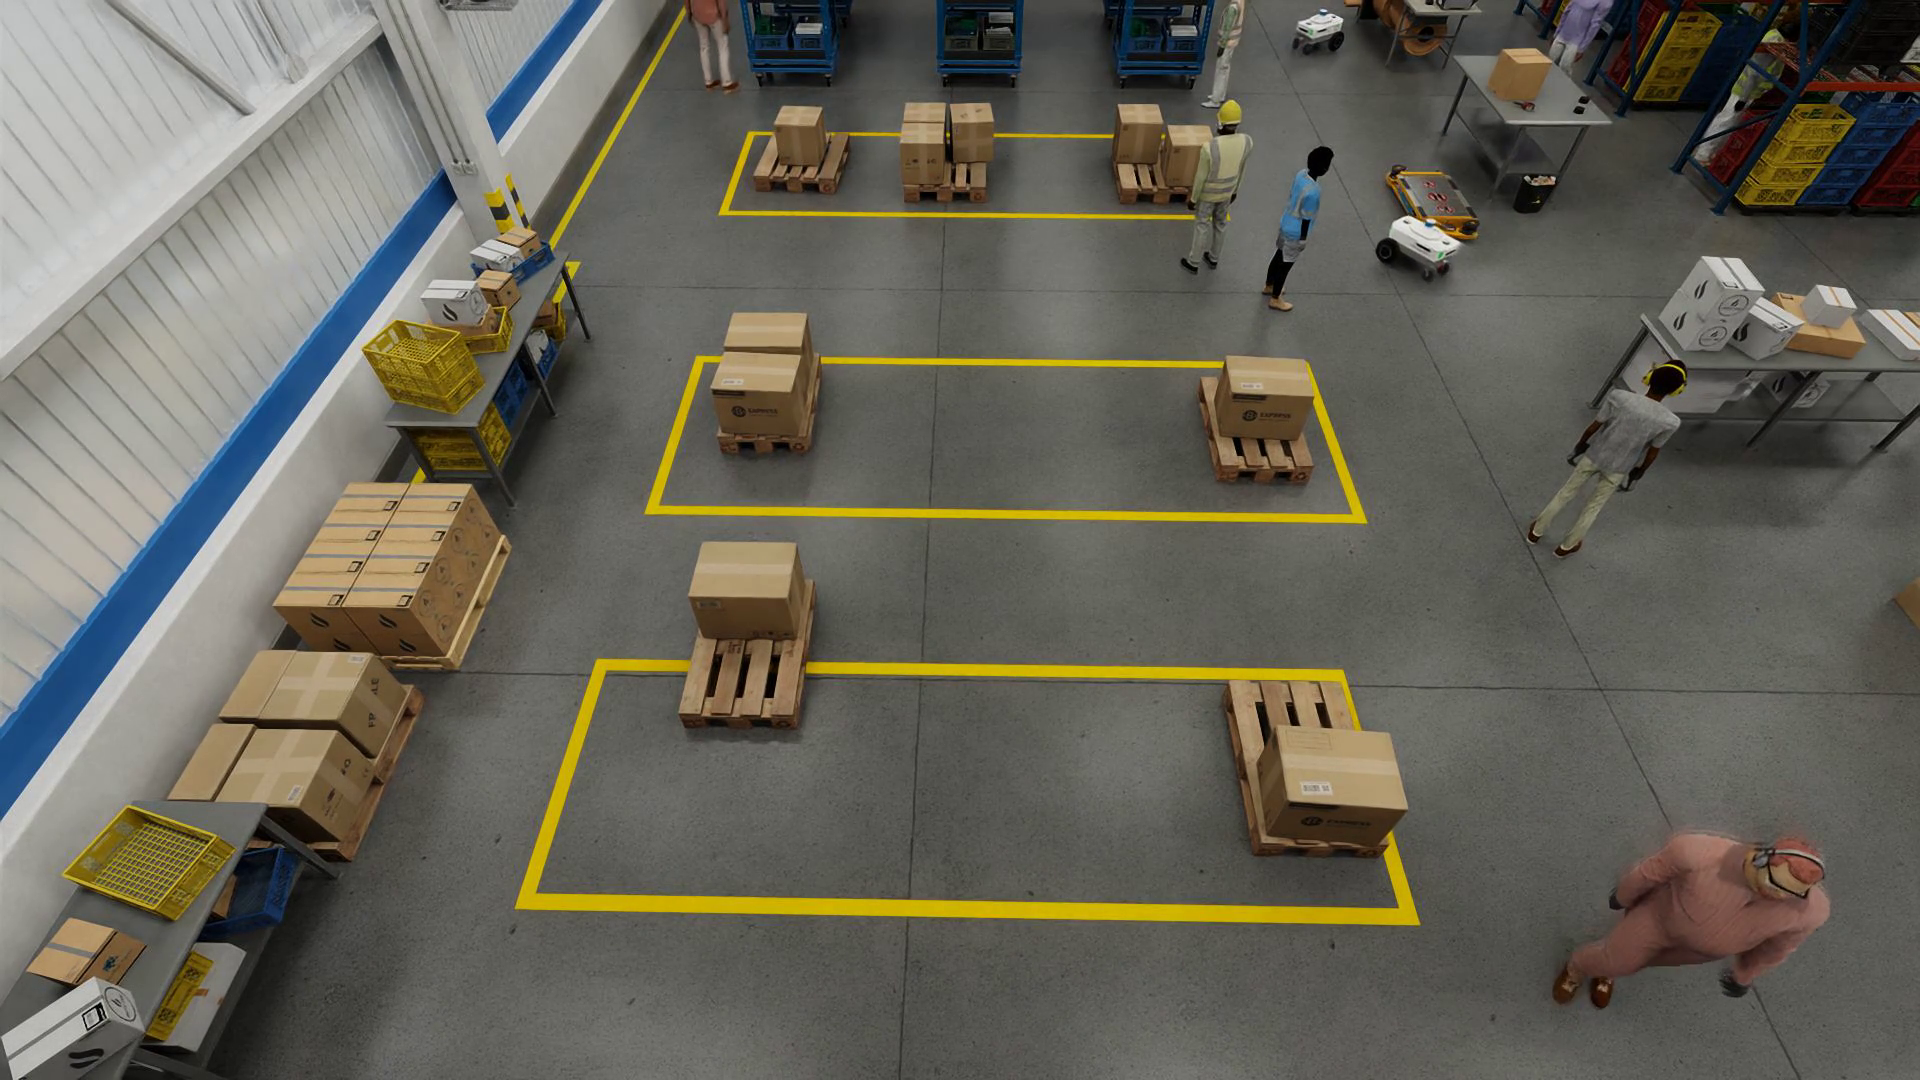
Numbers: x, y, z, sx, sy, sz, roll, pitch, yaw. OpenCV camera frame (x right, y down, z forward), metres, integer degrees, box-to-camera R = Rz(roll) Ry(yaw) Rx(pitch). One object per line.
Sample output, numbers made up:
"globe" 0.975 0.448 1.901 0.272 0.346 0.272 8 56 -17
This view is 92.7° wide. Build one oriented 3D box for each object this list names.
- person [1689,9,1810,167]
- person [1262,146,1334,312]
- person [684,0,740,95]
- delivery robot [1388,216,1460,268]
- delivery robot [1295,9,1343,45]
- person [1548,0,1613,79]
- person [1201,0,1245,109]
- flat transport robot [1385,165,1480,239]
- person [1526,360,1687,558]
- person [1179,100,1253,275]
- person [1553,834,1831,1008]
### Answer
"person" 9.682 -5.513 11.256 0.429 1.839 0.633 30 55 23
"person" 3.416 -3.157 9.311 0.321 1.695 0.530 1 49 1
"person" -3.494 -7.268 12.683 0.738 1.980 0.425 17 51 15
"delivery robot" 5.120 -3.311 10.135 0.477 0.478 0.707 -27 55 -22
"delivery robot" 5.518 -7.877 14.087 0.707 0.478 0.477 -25 54 -20
"person" 8.107 -6.628 12.164 0.363 1.932 0.630 -10 50 -9
"person" 3.636 -6.772 12.482 0.323 1.630 0.524 18 52 15
"flat transport robot" 5.692 -4.094 11.059 0.652 0.197 1.431 1 49 1
"person" 4.932 -0.596 6.978 0.328 1.877 0.513 -36 58 -27
"person" 2.686 -3.694 9.686 0.593 1.832 0.403 -16 51 -13
"person" 3.699 2.050 4.677 0.659 1.894 0.555 22 53 18
